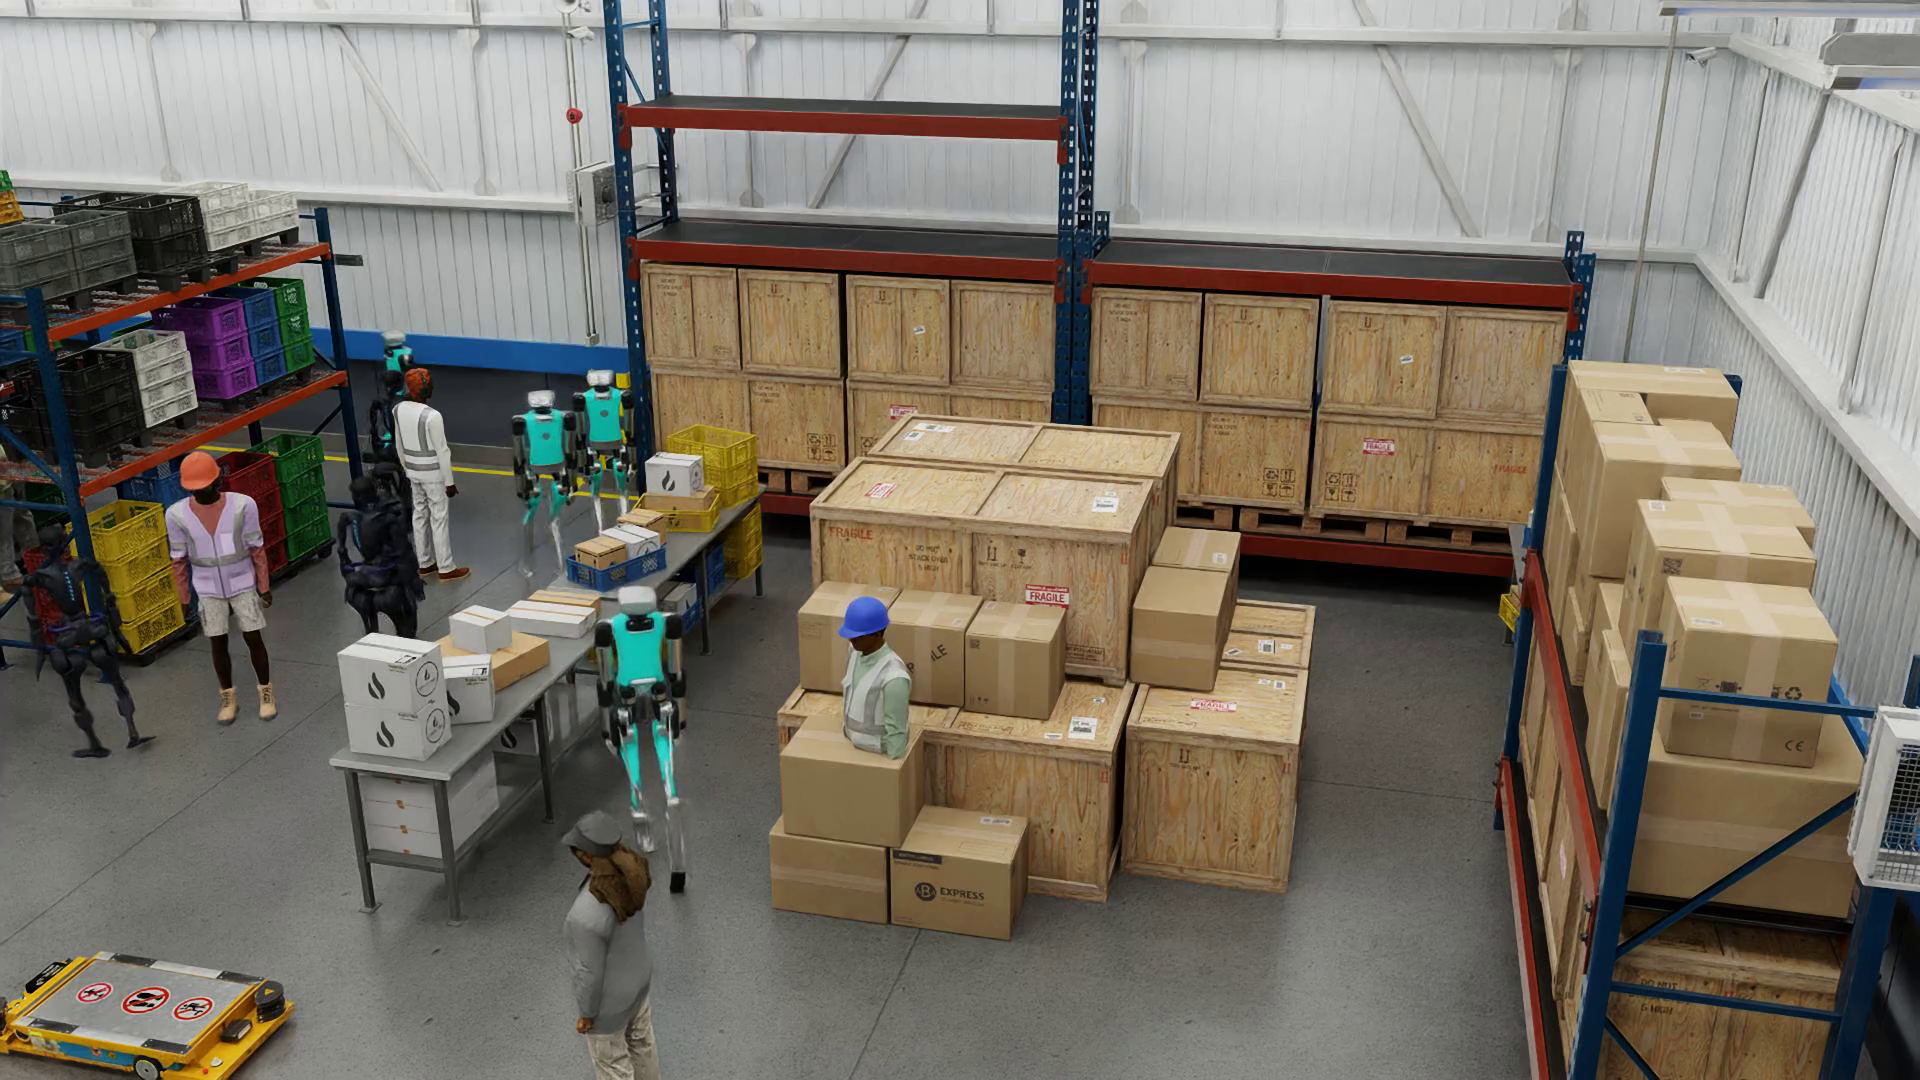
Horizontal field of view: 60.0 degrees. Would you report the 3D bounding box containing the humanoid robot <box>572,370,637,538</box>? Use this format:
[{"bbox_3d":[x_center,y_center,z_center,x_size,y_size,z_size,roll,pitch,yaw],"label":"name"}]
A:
[{"bbox_3d":[-3.141,-0.726,14.816,0.530,1.733,0.727,-5,21,-12],"label":"humanoid robot"}]

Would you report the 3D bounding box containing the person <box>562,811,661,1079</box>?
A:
[{"bbox_3d":[-1.578,2.035,7.619,0.397,1.768,0.572,5,22,14],"label":"person"}]

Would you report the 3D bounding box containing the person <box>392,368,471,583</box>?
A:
[{"bbox_3d":[-4.541,-0.552,14.227,0.583,1.882,0.346,13,24,30],"label":"person"}]

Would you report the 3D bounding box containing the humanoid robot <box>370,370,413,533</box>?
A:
[{"bbox_3d":[-5.103,-0.740,15.089,0.602,1.619,0.804,5,21,13],"label":"humanoid robot"}]

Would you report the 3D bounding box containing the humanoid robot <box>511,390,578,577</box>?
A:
[{"bbox_3d":[-3.567,-0.474,14.280,0.536,1.801,0.806,-8,22,-21],"label":"humanoid robot"}]

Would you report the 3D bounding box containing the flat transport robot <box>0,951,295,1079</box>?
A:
[{"bbox_3d":[-4.270,2.464,8.601,1.431,0.231,0.659,5,22,13],"label":"flat transport robot"}]

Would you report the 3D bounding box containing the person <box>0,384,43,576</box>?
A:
[{"bbox_3d":[-8.228,-0.558,14.326,0.403,1.823,0.587,-11,24,-27],"label":"person"}]

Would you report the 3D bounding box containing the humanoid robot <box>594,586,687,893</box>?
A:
[{"bbox_3d":[-1.803,1.220,9.809,0.548,1.773,0.940,-7,22,-19],"label":"humanoid robot"}]

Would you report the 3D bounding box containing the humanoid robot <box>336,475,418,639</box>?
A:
[{"bbox_3d":[-4.291,0.327,12.246,0.602,1.640,0.587,6,22,16],"label":"humanoid robot"}]

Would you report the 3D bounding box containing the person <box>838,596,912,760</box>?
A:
[{"bbox_3d":[-0.492,1.211,9.545,0.412,1.939,0.602,-11,23,-26],"label":"person"}]

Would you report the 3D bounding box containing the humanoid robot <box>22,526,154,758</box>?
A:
[{"bbox_3d":[-5.922,0.706,11.239,0.612,1.643,0.470,-19,28,-40],"label":"humanoid robot"}]

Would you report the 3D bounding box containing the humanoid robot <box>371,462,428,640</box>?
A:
[{"bbox_3d":[-4.197,0.193,12.554,0.382,1.652,0.589,-15,26,-34],"label":"humanoid robot"}]

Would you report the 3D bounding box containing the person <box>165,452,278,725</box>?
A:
[{"bbox_3d":[-5.182,0.339,11.702,0.610,2.030,0.402,-7,22,-17],"label":"person"}]

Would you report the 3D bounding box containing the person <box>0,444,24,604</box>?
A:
[{"bbox_3d":[-8.086,-0.393,13.870,0.430,1.843,0.624,1,21,4],"label":"person"}]

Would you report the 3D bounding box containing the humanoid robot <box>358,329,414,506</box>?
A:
[{"bbox_3d":[-5.488,-1.137,15.781,0.737,1.673,0.531,-14,25,-32],"label":"humanoid robot"}]
